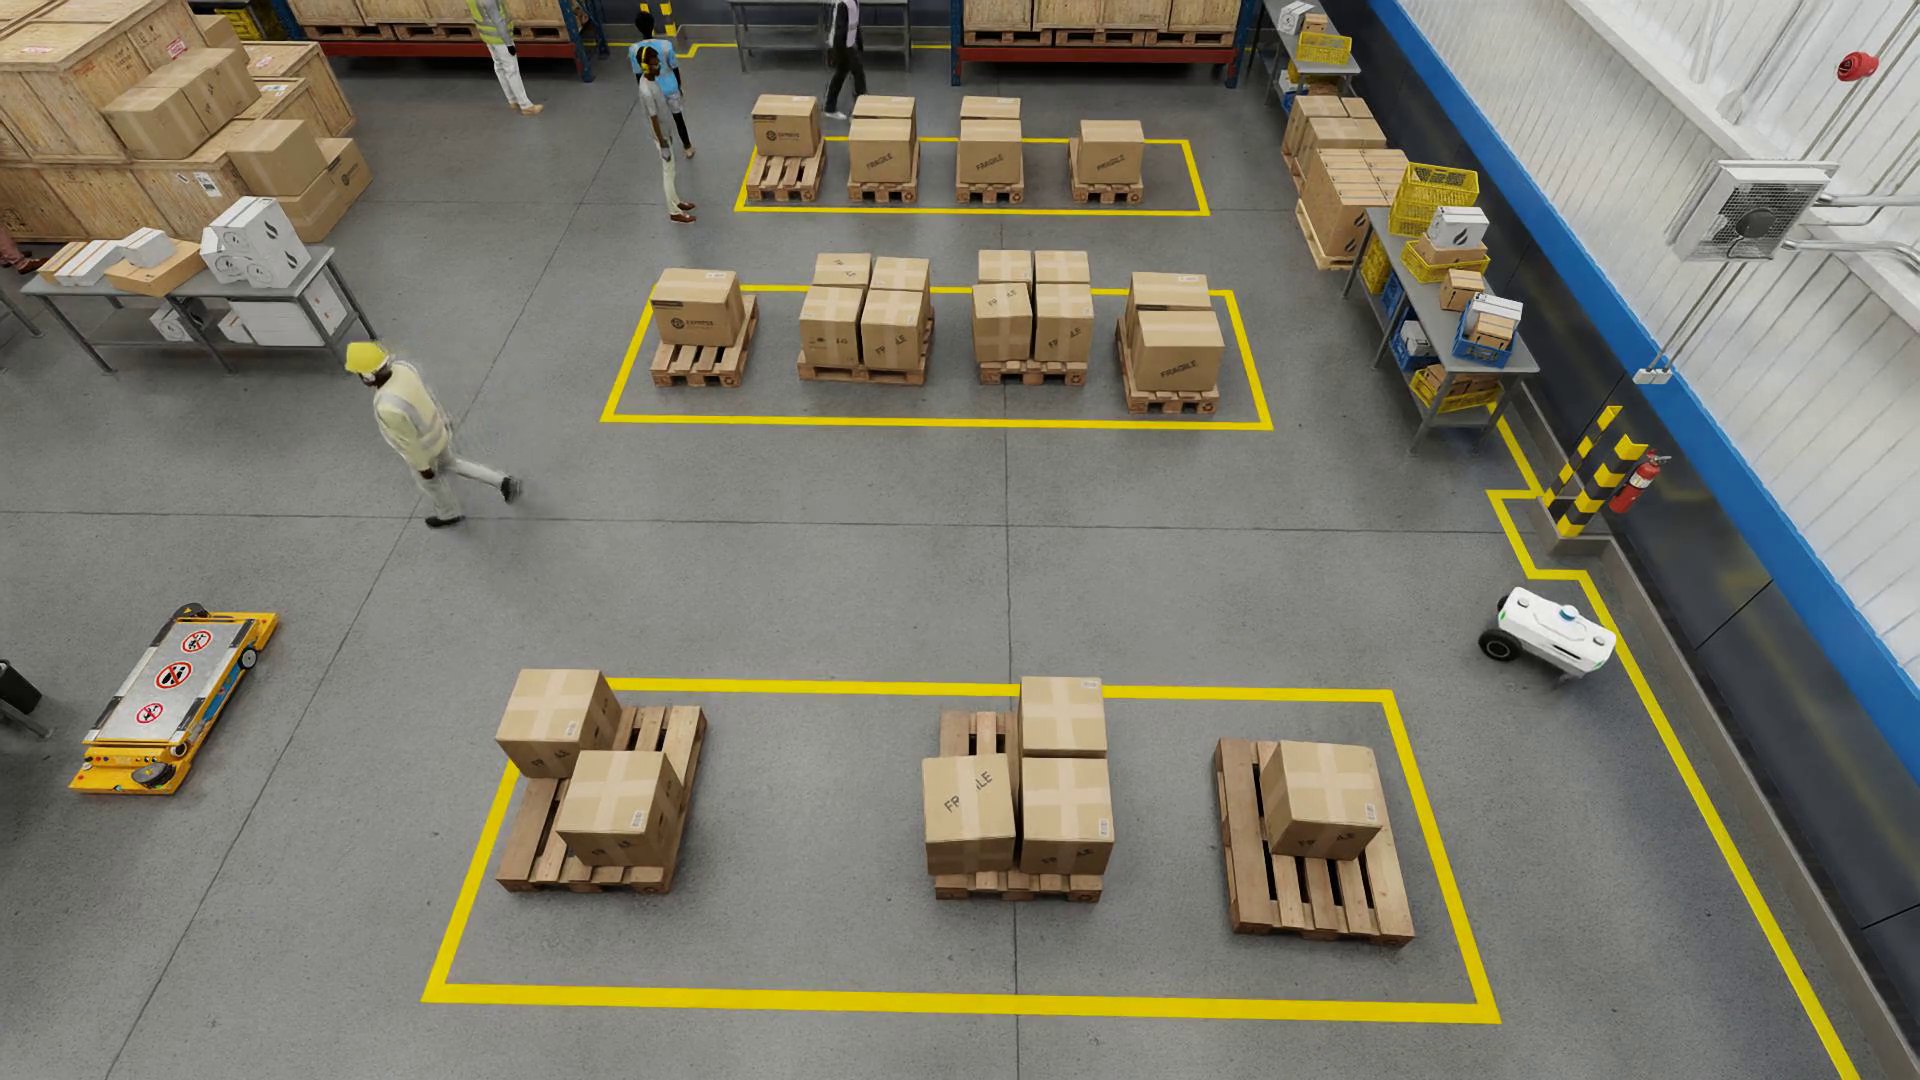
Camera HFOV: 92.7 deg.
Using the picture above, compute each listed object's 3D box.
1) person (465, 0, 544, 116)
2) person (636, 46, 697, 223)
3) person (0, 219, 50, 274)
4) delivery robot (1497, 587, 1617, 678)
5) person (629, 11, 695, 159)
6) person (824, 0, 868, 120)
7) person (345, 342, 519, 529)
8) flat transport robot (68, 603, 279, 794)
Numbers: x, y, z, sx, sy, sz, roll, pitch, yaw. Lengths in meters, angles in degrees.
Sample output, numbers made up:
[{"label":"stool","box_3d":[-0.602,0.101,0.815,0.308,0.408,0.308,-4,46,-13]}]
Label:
[{"label":"person","box_3d":[-5.930,-6.460,11.797,0.623,1.839,0.429,34,58,25]},{"label":"person","box_3d":[-3.245,-4.425,10.056,0.315,1.865,0.526,-9,50,-7]},{"label":"person","box_3d":[-10.258,-3.652,9.386,0.636,1.900,0.398,17,52,14]},{"label":"delivery robot","box_3d":[4.250,0.646,6.558,0.707,0.478,0.477,32,57,24]},{"label":"person","box_3d":[-3.585,-5.413,11.000,0.540,1.696,0.317,-14,51,-12]},{"label":"person","box_3d":[-1.392,-6.264,11.612,0.942,1.866,0.617,0,50,0]},{"label":"person","box_3d":[-4.046,-0.779,7.008,0.731,1.806,0.596,-6,50,-5]},{"label":"flat transport robot","box_3d":[-5.504,1.072,6.442,0.652,0.197,1.431,1,50,1]}]
